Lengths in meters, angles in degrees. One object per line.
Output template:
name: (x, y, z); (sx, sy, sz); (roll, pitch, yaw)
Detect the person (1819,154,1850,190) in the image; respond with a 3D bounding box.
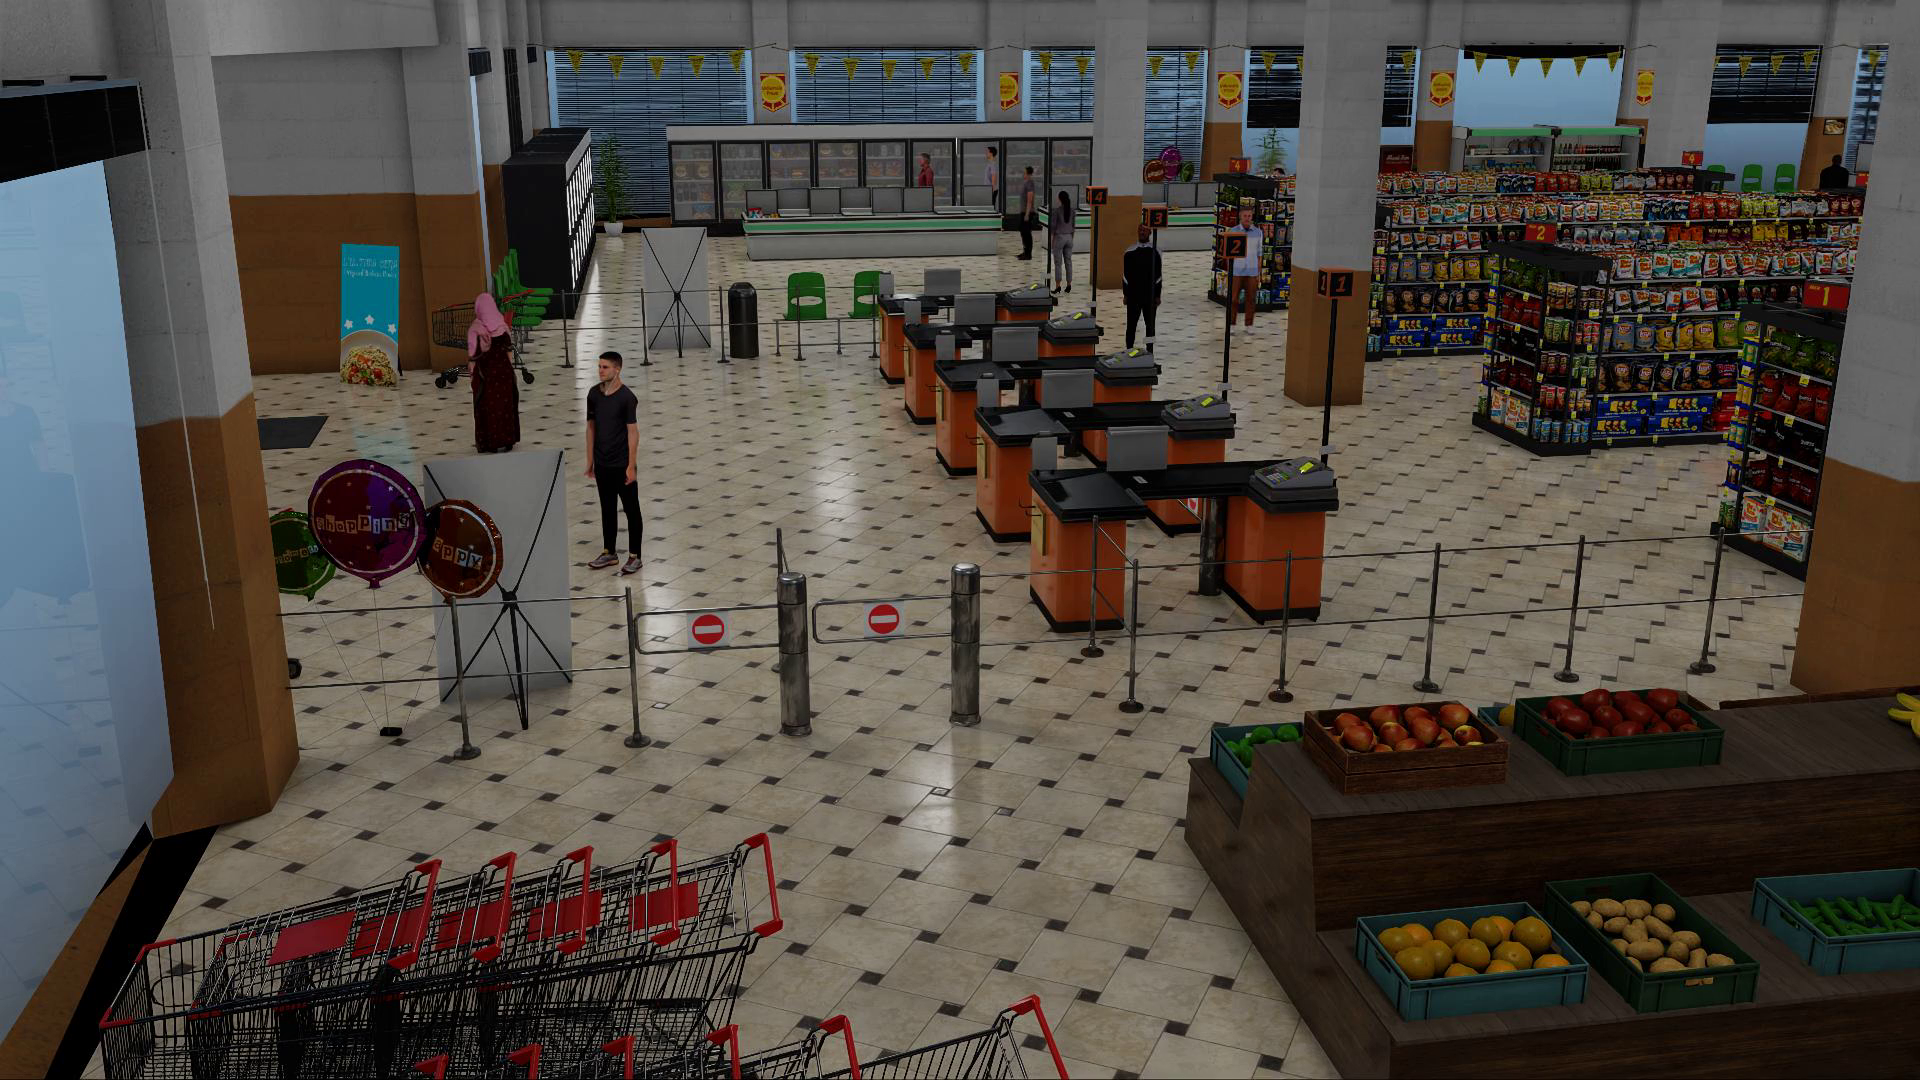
person: (17.729, -6.923, 33.836); (0.784, 1.818, 0.834); (13, 21, 36)

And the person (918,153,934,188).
person: (-0.678, -6.971, 33.977); (0.554, 1.830, 0.703); (-2, 17, -6)

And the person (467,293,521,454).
person: (-4.775, -1.711, 16.984); (0.694, 1.638, 0.816); (-12, 20, -34)

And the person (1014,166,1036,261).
person: (1.267, -6.237, 31.693); (0.555, 1.752, 0.649); (-1, 17, -4)

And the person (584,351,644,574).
person: (-2.729, -0.624, 13.185); (0.682, 1.764, 0.778); (8, 19, 24)

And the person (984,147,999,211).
person: (0.678, -7.417, 35.388); (0.562, 1.863, 0.672); (-2, 17, -5)

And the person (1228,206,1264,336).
person: (4.049, -3.841, 23.679); (0.546, 1.824, 0.755); (-1, 17, -3)

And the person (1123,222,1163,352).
person: (2.380, -3.232, 21.666); (0.613, 1.828, 0.788); (3, 17, 10)

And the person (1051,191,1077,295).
person: (1.698, -4.914, 27.463); (0.630, 1.678, 0.751); (-9, 19, -27)
